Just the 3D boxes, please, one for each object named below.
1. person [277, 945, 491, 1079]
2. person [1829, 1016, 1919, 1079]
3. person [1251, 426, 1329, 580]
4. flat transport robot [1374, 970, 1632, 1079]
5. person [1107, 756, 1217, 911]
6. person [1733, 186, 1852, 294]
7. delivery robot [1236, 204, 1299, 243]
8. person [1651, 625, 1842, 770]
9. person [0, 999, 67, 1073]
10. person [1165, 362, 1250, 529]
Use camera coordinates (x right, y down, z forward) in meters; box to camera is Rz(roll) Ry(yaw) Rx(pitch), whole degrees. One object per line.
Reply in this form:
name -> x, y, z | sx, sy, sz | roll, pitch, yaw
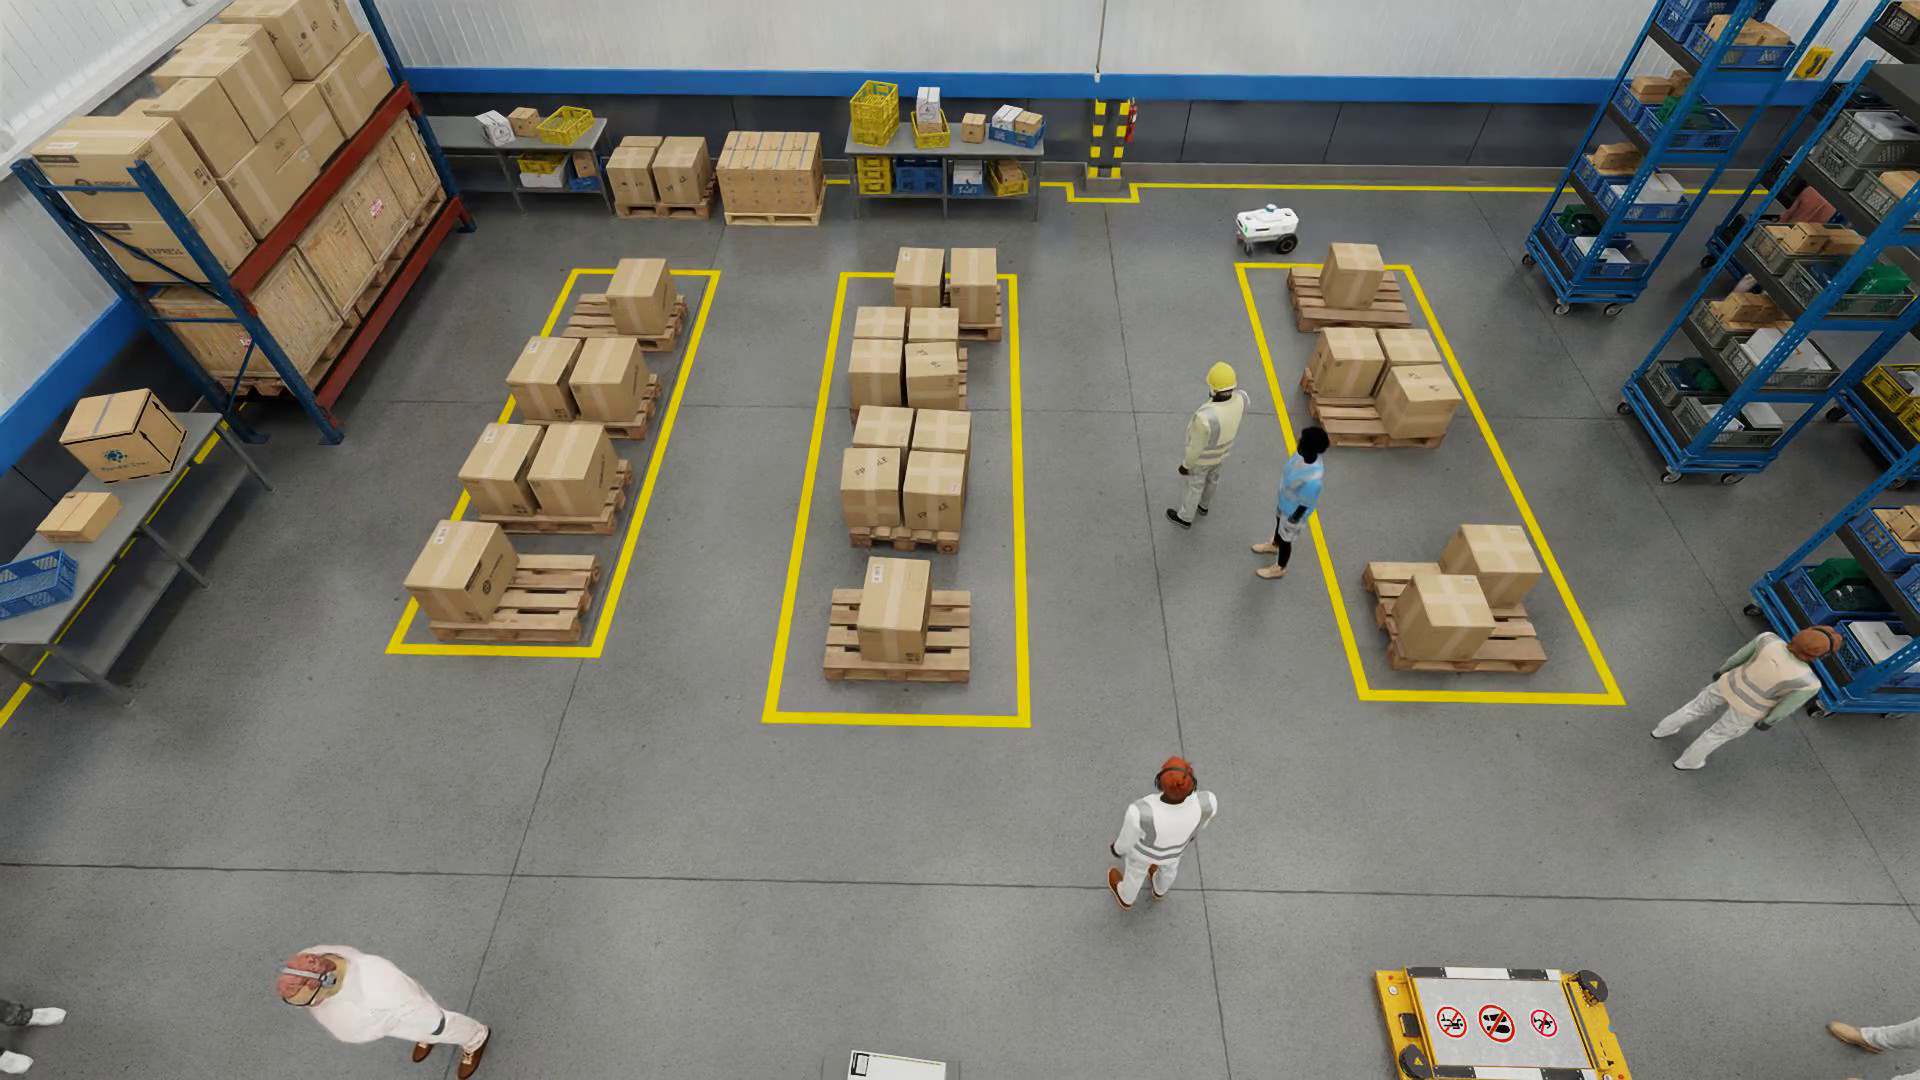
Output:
person -> -3.271, 2.697, 5.231 | 0.648, 1.900, 0.400 | 12, 52, 10
person -> 5.807, 2.803, 5.176 | 0.429, 1.843, 0.633 | 13, 52, 10
person -> 2.843, -0.318, 7.819 | 0.321, 1.690, 0.543 | 4, 51, 3
flat transport robot -> 3.501, 3.133, 5.914 | 1.431, 0.197, 0.652 | 1, 51, 1
person -> 1.259, 1.915, 5.873 | 0.573, 1.885, 0.357 | -8, 51, -7
person -> 9.072, -3.165, 9.954 | 0.412, 1.984, 0.624 | -19, 53, -15
delivery robot -> 3.825, -3.954, 11.451 | 0.707, 0.478, 0.477 | -7, 51, -5
person -> 5.695, 1.141, 6.669 | 0.317, 1.633, 0.519 | -8, 51, -6
person -> -6.116, 2.693, 5.229 | 0.413, 1.906, 0.599 | 1, 51, 1
person -> 2.183, -0.810, 8.135 | 0.591, 1.822, 0.404 | -30, 57, -22
